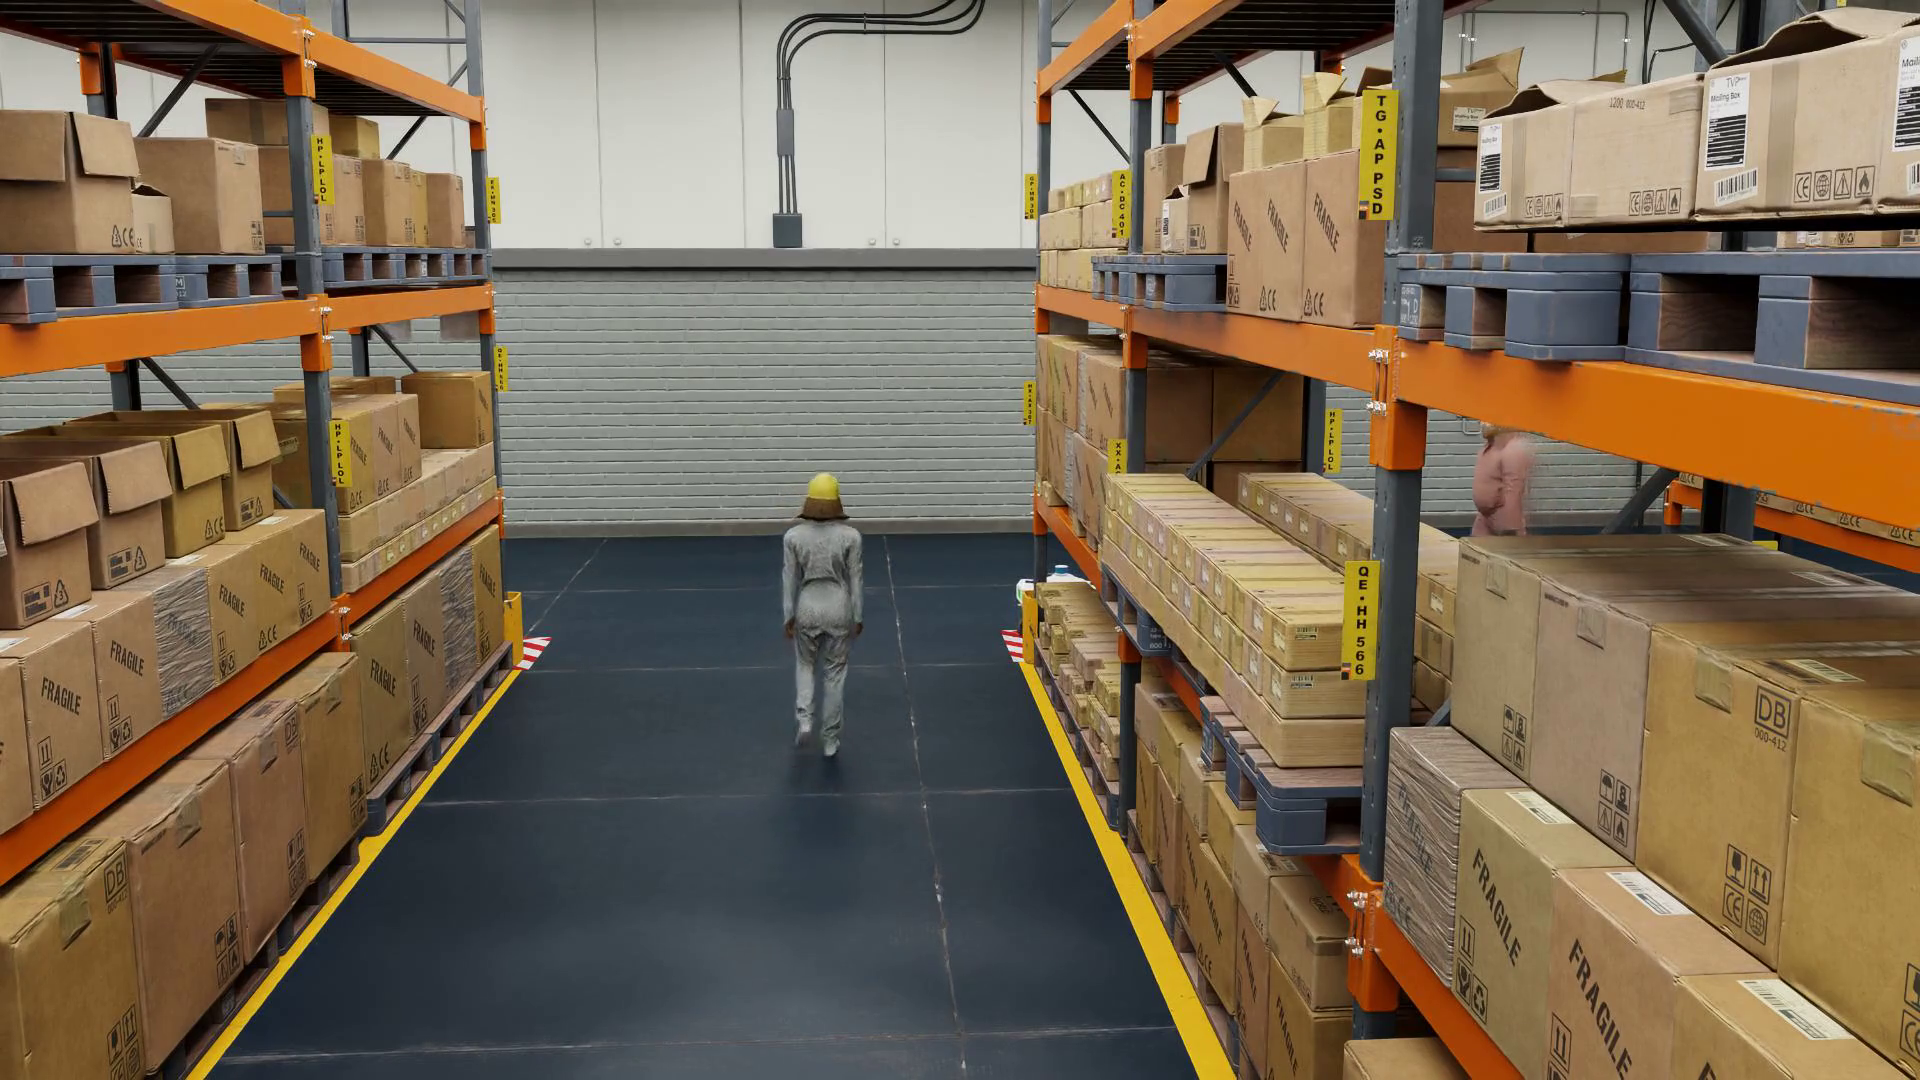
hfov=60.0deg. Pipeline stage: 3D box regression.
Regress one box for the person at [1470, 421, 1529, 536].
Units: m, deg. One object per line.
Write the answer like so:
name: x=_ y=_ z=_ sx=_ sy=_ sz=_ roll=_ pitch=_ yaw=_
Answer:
person: x=4.522 y=-0.203 z=13.701 sx=0.996 sy=1.863 sz=0.654 roll=-1 pitch=10 yaw=-7

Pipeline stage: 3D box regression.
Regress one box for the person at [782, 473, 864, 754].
person: x=-0.828 y=0.453 z=10.173 sx=0.493 sy=1.732 sz=0.370 roll=1 pitch=10 yaw=3

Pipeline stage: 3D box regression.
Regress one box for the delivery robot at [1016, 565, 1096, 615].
delivery robot: x=0.814 y=0.446 z=13.412 sx=0.707 sy=0.478 sz=0.477 roll=2 pitch=10 yaw=9
